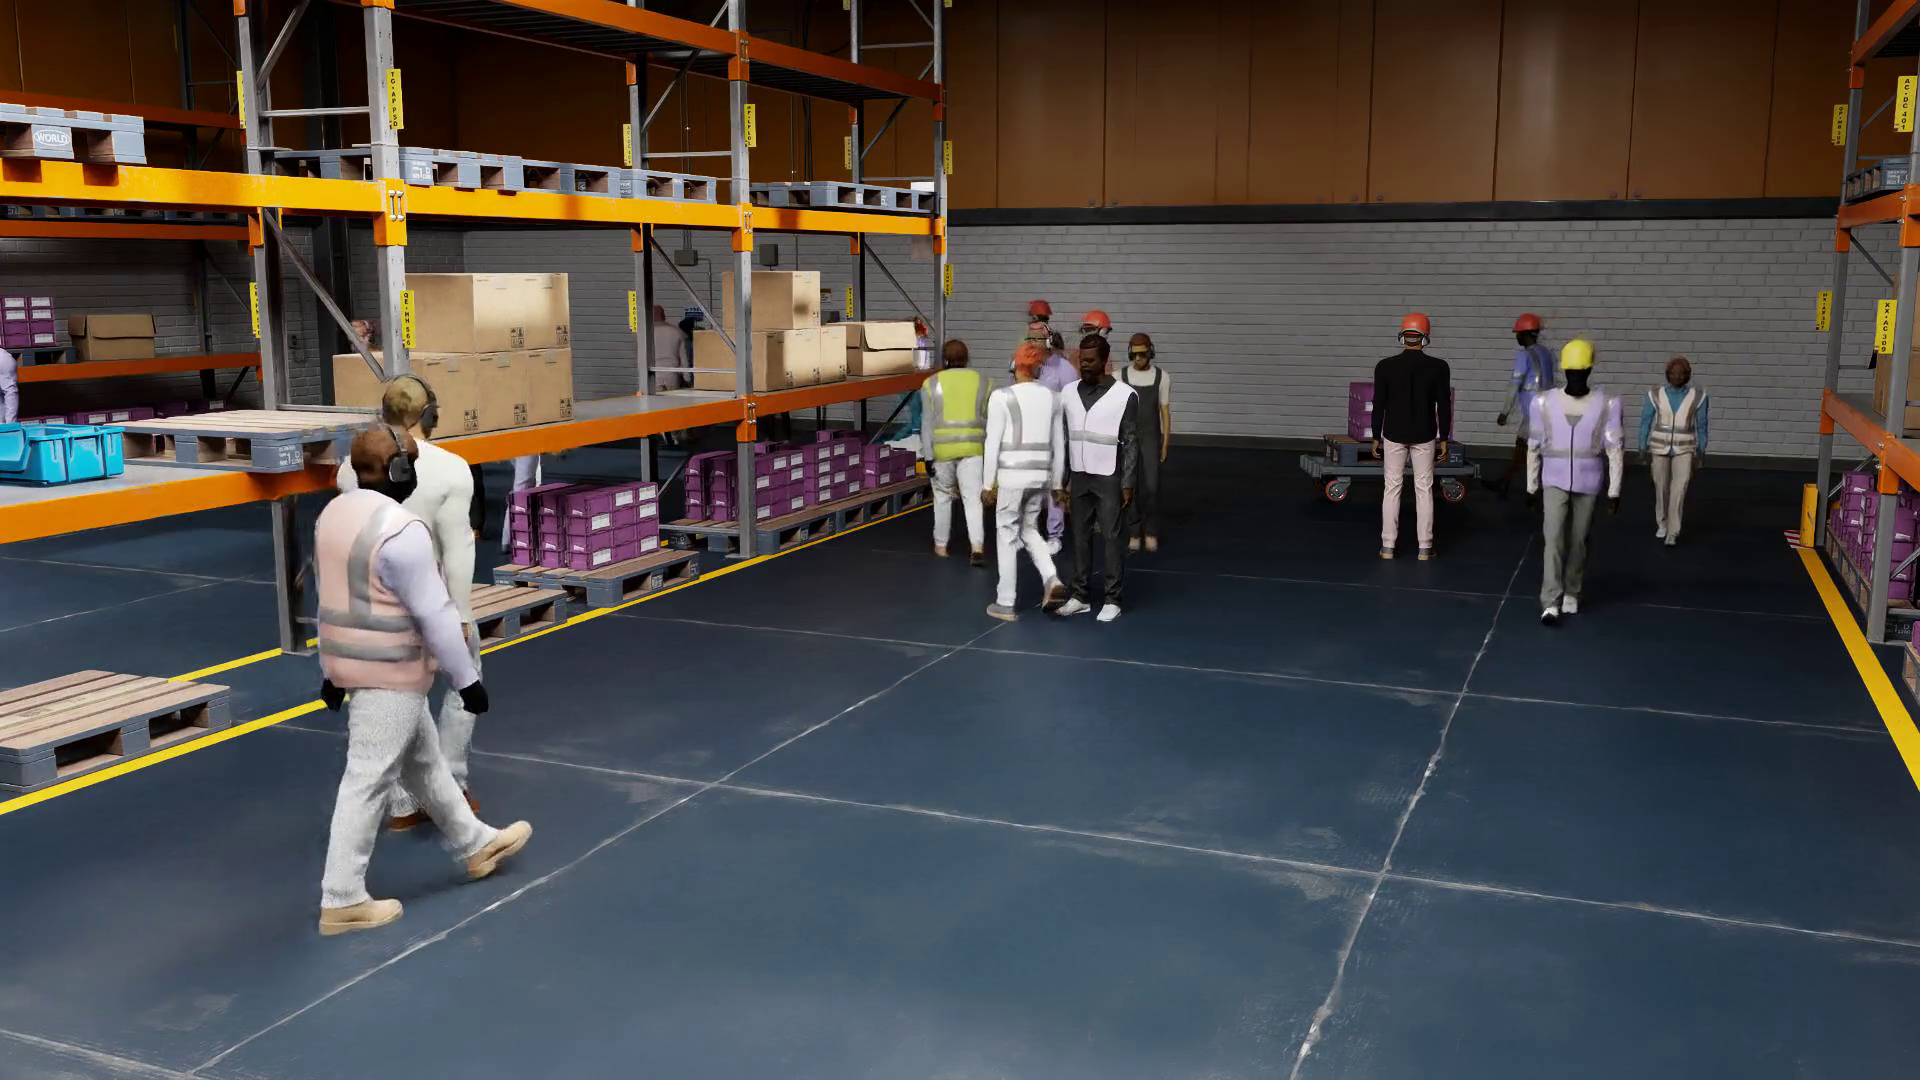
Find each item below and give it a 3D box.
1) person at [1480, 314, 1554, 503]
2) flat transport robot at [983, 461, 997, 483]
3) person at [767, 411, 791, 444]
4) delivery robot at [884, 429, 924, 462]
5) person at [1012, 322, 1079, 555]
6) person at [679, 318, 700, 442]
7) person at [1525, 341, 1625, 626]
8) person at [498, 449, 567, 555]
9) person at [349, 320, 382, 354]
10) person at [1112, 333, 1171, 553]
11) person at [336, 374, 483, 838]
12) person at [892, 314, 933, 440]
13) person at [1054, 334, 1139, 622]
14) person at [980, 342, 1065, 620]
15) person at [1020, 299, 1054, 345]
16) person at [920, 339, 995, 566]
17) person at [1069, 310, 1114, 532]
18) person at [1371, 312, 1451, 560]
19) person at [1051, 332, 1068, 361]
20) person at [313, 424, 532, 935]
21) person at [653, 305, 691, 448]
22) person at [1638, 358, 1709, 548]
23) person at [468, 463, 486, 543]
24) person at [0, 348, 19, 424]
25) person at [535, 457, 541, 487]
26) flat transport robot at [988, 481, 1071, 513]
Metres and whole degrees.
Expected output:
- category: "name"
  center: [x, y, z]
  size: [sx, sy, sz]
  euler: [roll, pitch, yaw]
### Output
- category: "person"
  center: [5.701, -1.326, 16.757]
  size: [0.980, 1.875, 0.549]
  euler: [8, 12, 41]
- category: "flat transport robot"
  center: [0.309, -0.684, 17.738]
  size: [0.652, 0.197, 1.431]
  euler: [-4, 10, -24]
- category: "person"
  center: [-2.374, -1.988, 21.327]
  size: [0.540, 1.695, 0.317]
  euler: [-8, 12, -41]
- category: "delivery robot"
  center: [-0.483, -0.990, 18.451]
  size: [0.707, 0.478, 0.477]
  euler: [5, 10, 27]
- category: "person"
  center: [0.644, -0.829, 13.670]
  size: [0.638, 1.910, 0.407]
  euler: [7, 11, 35]
- category: "person"
  center: [-3.617, -2.151, 22.438]
  size: [0.324, 1.671, 0.562]
  euler: [5, 10, 26]
- category: "person"
  center: [4.065, -0.378, 11.025]
  size: [0.610, 1.870, 0.977]
  euler: [4, 10, 22]
- category: "person"
  center: [-3.555, -0.766, 13.857]
  size: [0.546, 1.725, 0.895]
  euler: [7, 12, 36]
- category: "person"
  center: [-5.319, -1.053, 15.081]
  size: [0.655, 1.889, 0.710]
  euler: [9, 13, 44]
- category: "person"
  center: [1.479, -0.791, 13.735]
  size: [0.499, 1.815, 0.619]
  euler: [1, 9, 8]
- category: "person"
  center: [-2.267, 0.272, 6.949]
  size: [0.628, 1.921, 0.519]
  euler: [2, 10, 11]
- category: "person"
  center: [-0.576, -1.700, 19.222]
  size: [0.532, 1.821, 0.572]
  euler: [-3, 10, -17]
- category: "person"
  center: [0.921, -0.418, 11.152]
  size: [0.597, 1.915, 0.370]
  euler: [7, 12, 36]
- category: "person"
  center: [0.477, -0.378, 11.090]
  size: [0.584, 1.863, 0.539]
  euler: [-6, 11, -34]
- category: "person"
  center: [0.875, -1.944, 20.250]
  size: [0.790, 1.969, 0.623]
  euler: [6, 11, 33]
- category: "person"
  center: [-0.003, -0.702, 13.258]
  size: [0.623, 1.798, 0.963]
  euler: [-1, 9, -8]
- category: "person"
  center: [1.210, -1.047, 14.775]
  size: [0.462, 1.974, 0.667]
  euler: [-3, 10, -18]
- category: "person"
  center: [3.637, -0.834, 13.433]
  size: [0.622, 1.992, 0.396]
  euler: [3, 10, 17]
- category: "person"
  center: [1.244, -1.610, 19.276]
  size: [0.731, 1.612, 0.546]
  euler: [-1, 9, -4]
- category: "person"
  center: [-1.987, 0.477, 6.093]
  size: [0.948, 1.787, 0.657]
  euler: [-8, 12, -41]
- category: "person"
  center: [-3.832, -2.119, 21.639]
  size: [0.686, 1.875, 0.790]
  euler: [-4, 10, -21]
- category: "person"
  center: [6.078, -0.756, 14.191]
  size: [0.533, 1.589, 0.899]
  euler: [5, 11, 29]
- category: "person"
  center: [-4.352, -0.983, 14.196]
  size: [0.682, 2.000, 0.537]
  euler: [3, 10, 19]
- category: "person"
  center: [-8.704, -1.040, 14.852]
  size: [0.627, 1.940, 0.372]
  euler: [1, 9, 8]
- category: "person"
  center: [-4.516, -1.371, 17.224]
  size: [0.405, 1.824, 0.585]
  euler: [-3, 10, -16]
- category: "flat transport robot"
  center: [0.893, -0.467, 16.424]
  size: [0.652, 0.197, 1.431]
  euler: [-6, 11, -32]
